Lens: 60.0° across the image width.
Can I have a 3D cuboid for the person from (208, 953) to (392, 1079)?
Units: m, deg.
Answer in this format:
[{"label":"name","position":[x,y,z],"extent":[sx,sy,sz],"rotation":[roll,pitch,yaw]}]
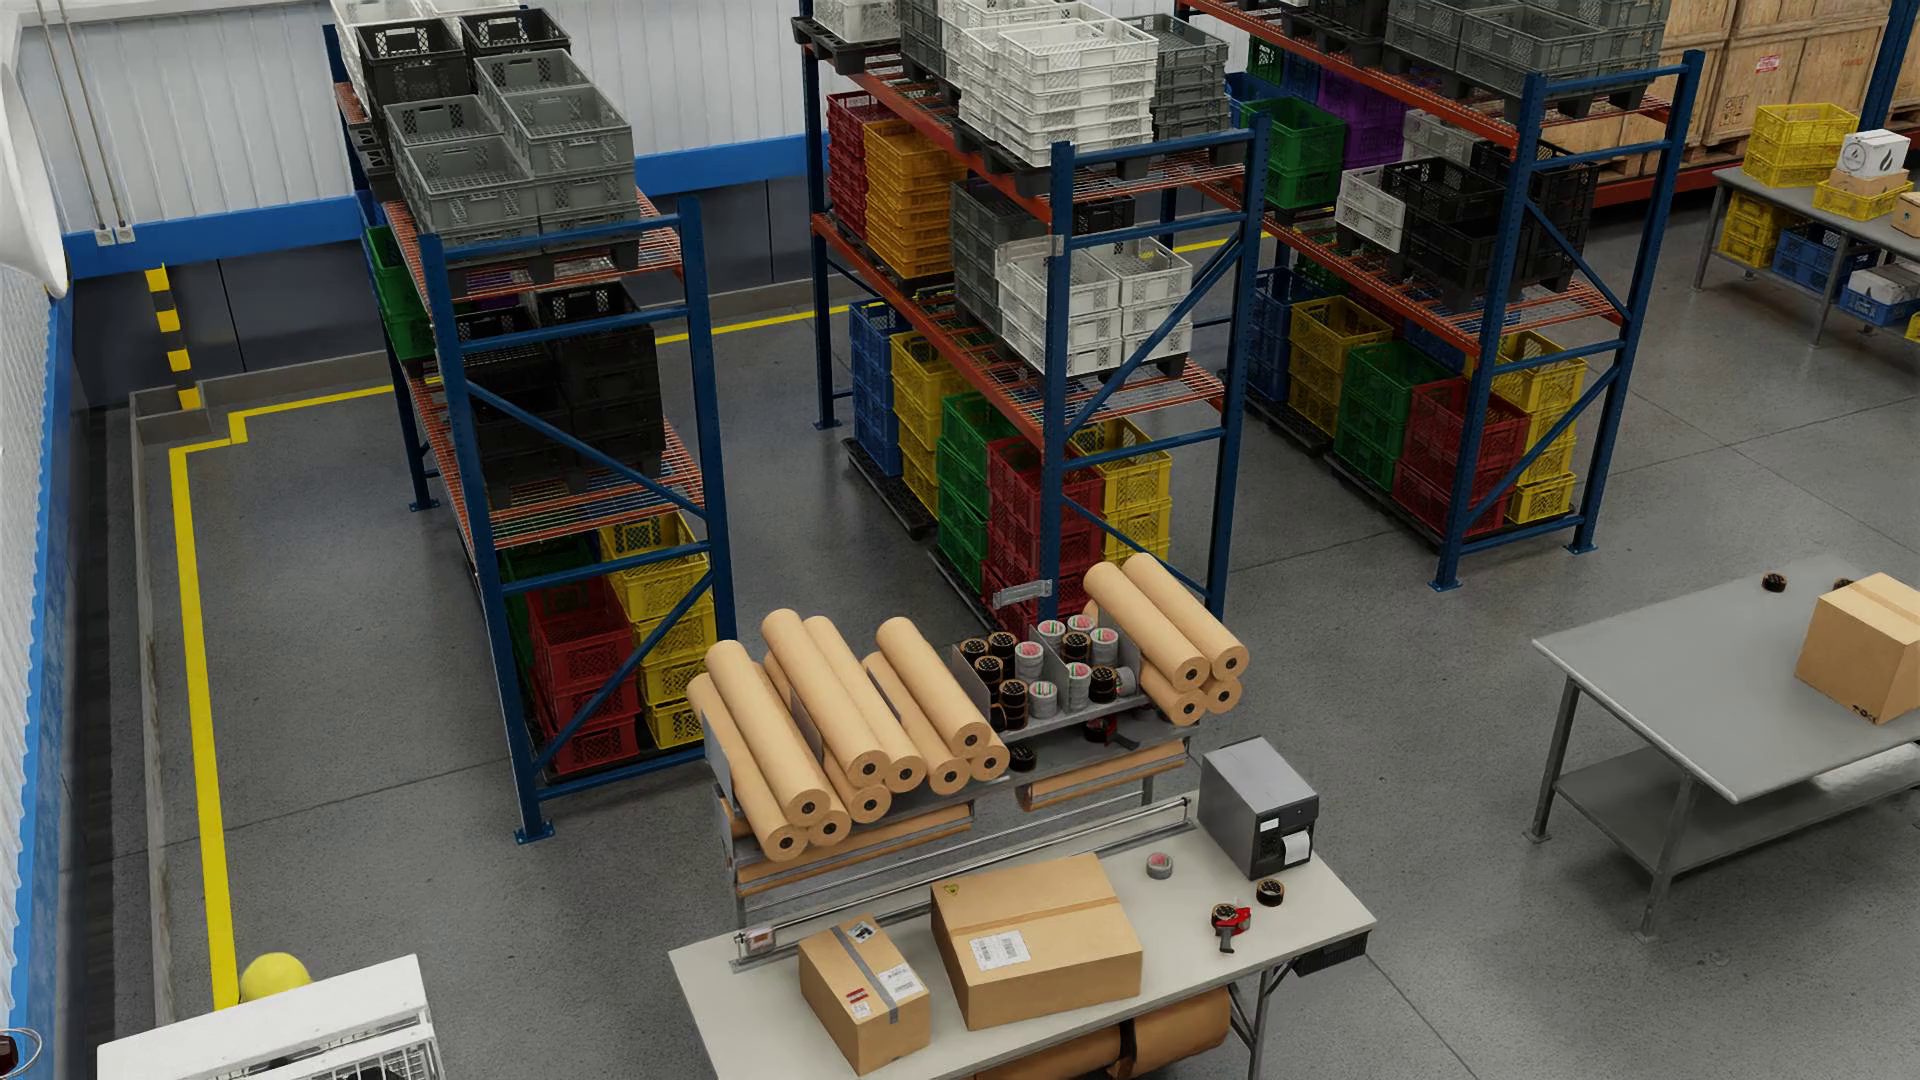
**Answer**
[{"label":"person","position":[-2.025,1.986,5.317],"extent":[0.532,1.767,0.312],"rotation":[-20,37,-29]}]
